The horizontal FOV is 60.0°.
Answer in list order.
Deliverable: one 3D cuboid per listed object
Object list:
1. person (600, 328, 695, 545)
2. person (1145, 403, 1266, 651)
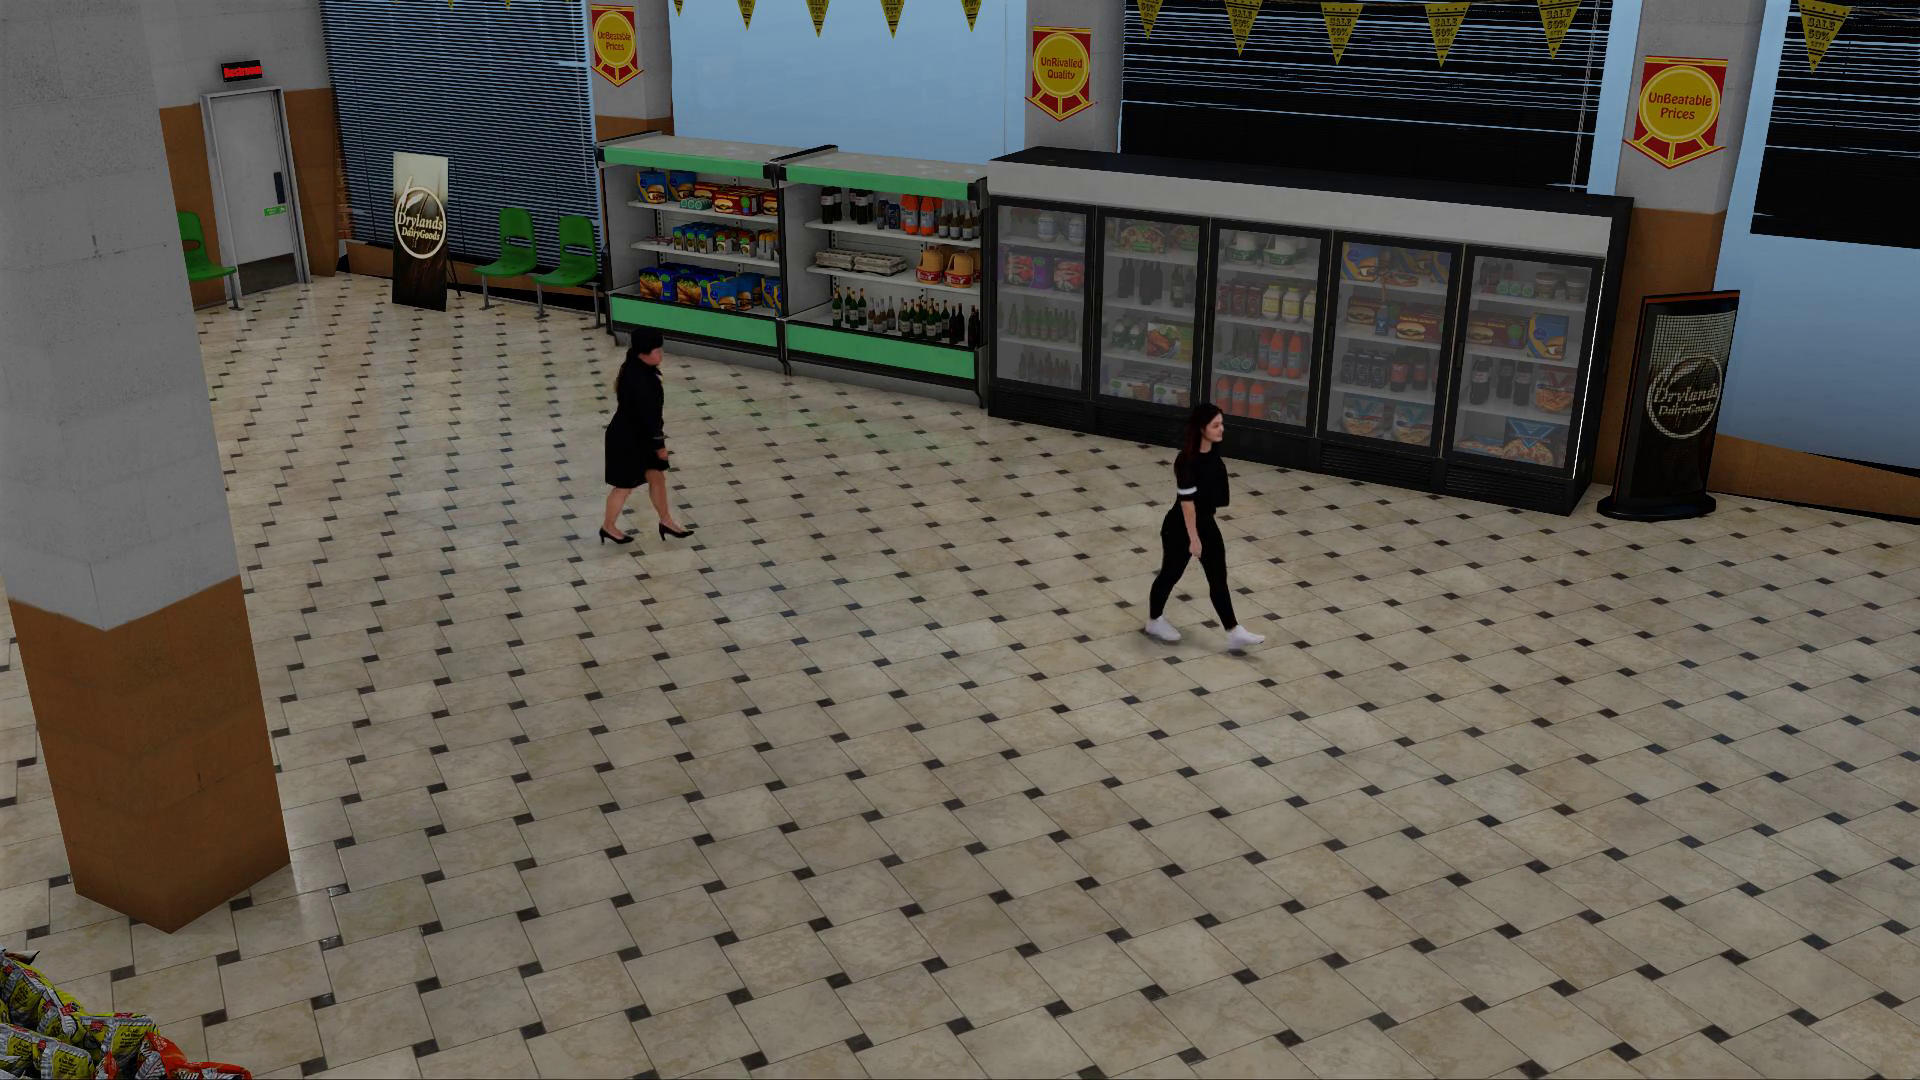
[{"bbox_3d":[-2.393,-0.694,11.874,1.072,1.614,0.990,-6,23,-14],"label":"person"},{"bbox_3d":[1.373,-0.080,10.365,1.040,1.601,0.669,15,26,32],"label":"person"}]
